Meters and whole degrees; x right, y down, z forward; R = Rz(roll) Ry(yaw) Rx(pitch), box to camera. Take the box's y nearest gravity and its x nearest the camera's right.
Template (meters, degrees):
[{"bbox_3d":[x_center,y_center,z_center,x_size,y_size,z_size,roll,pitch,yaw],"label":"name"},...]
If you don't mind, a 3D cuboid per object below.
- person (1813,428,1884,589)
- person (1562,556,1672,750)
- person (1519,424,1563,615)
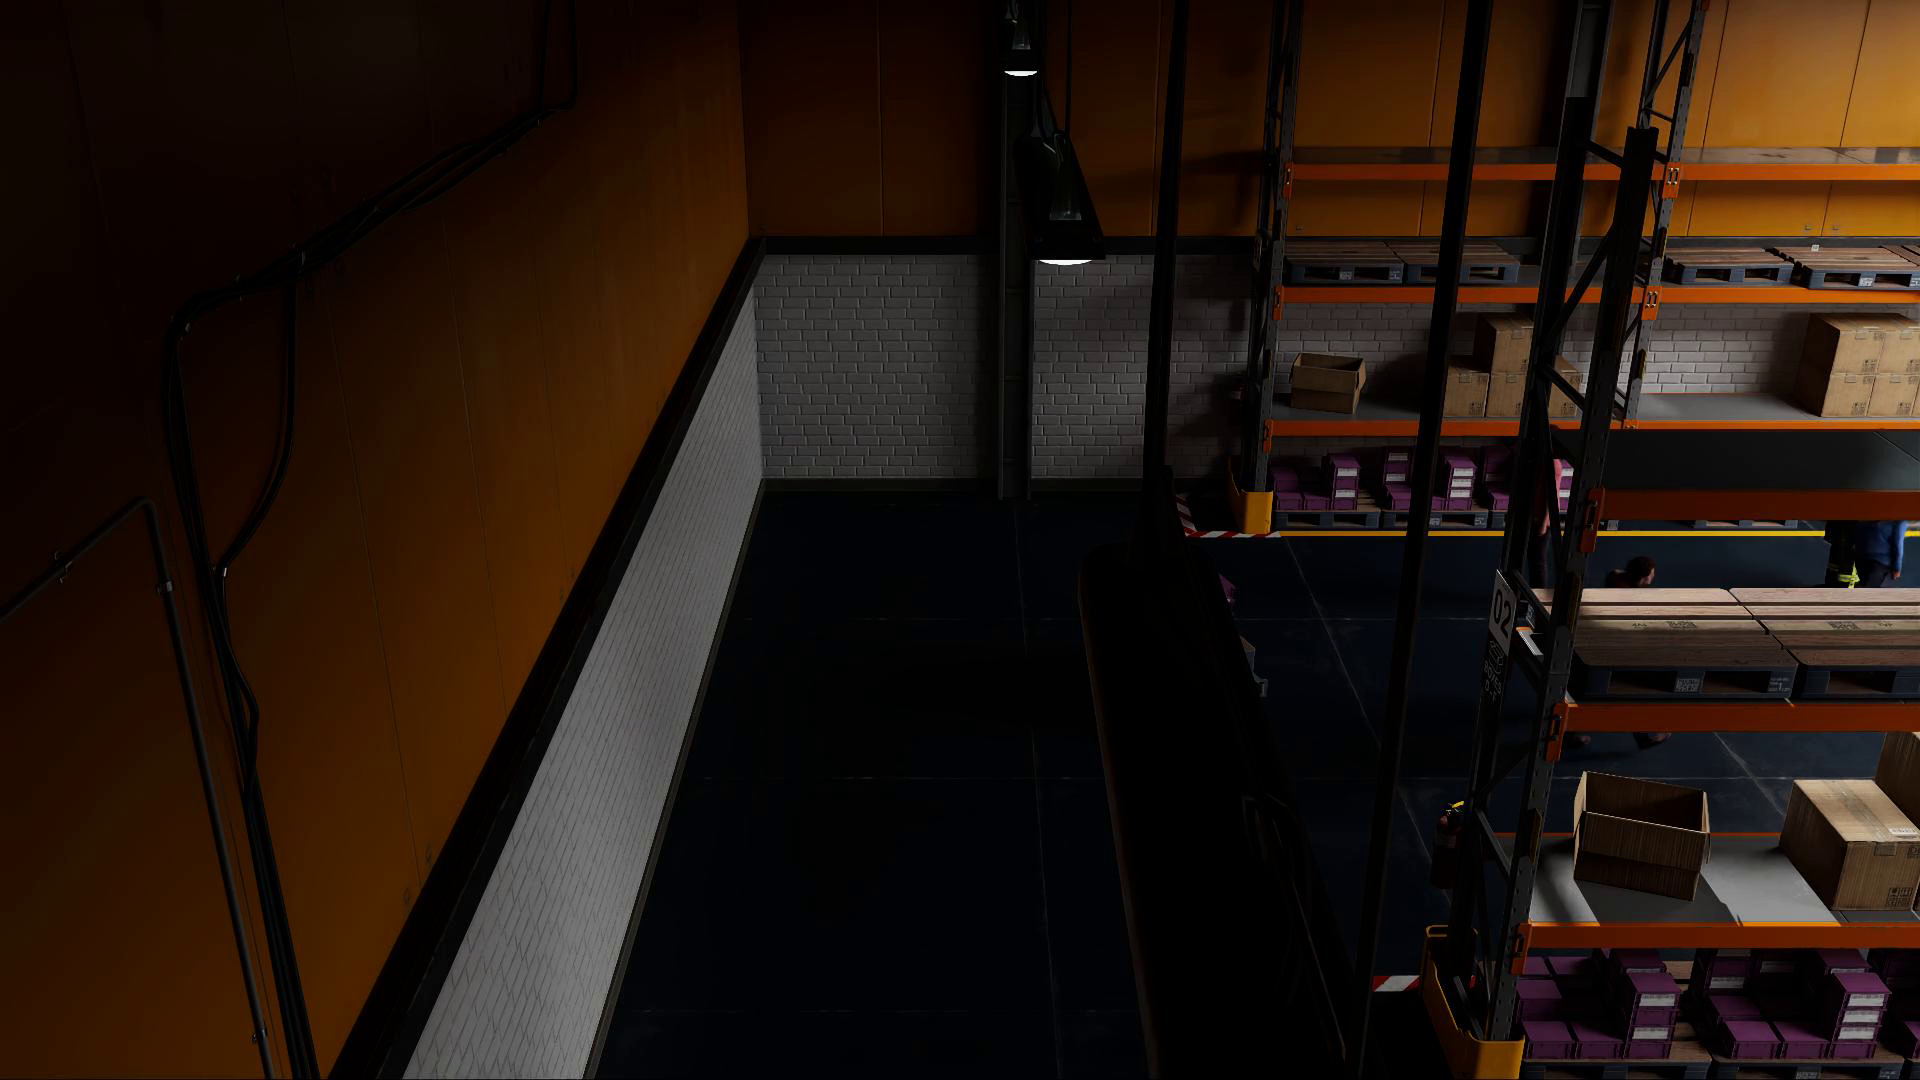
[{"bbox_3d":[9.007,-0.248,16.720,0.751,1.860,0.799,4,24,10],"label":"person"},{"bbox_3d":[5.412,0.984,13.986,1.164,1.792,0.827,-3,24,-7],"label":"person"},{"bbox_3d":[5.793,-0.219,16.530,0.550,1.958,0.621,0,24,1],"label":"person"}]
